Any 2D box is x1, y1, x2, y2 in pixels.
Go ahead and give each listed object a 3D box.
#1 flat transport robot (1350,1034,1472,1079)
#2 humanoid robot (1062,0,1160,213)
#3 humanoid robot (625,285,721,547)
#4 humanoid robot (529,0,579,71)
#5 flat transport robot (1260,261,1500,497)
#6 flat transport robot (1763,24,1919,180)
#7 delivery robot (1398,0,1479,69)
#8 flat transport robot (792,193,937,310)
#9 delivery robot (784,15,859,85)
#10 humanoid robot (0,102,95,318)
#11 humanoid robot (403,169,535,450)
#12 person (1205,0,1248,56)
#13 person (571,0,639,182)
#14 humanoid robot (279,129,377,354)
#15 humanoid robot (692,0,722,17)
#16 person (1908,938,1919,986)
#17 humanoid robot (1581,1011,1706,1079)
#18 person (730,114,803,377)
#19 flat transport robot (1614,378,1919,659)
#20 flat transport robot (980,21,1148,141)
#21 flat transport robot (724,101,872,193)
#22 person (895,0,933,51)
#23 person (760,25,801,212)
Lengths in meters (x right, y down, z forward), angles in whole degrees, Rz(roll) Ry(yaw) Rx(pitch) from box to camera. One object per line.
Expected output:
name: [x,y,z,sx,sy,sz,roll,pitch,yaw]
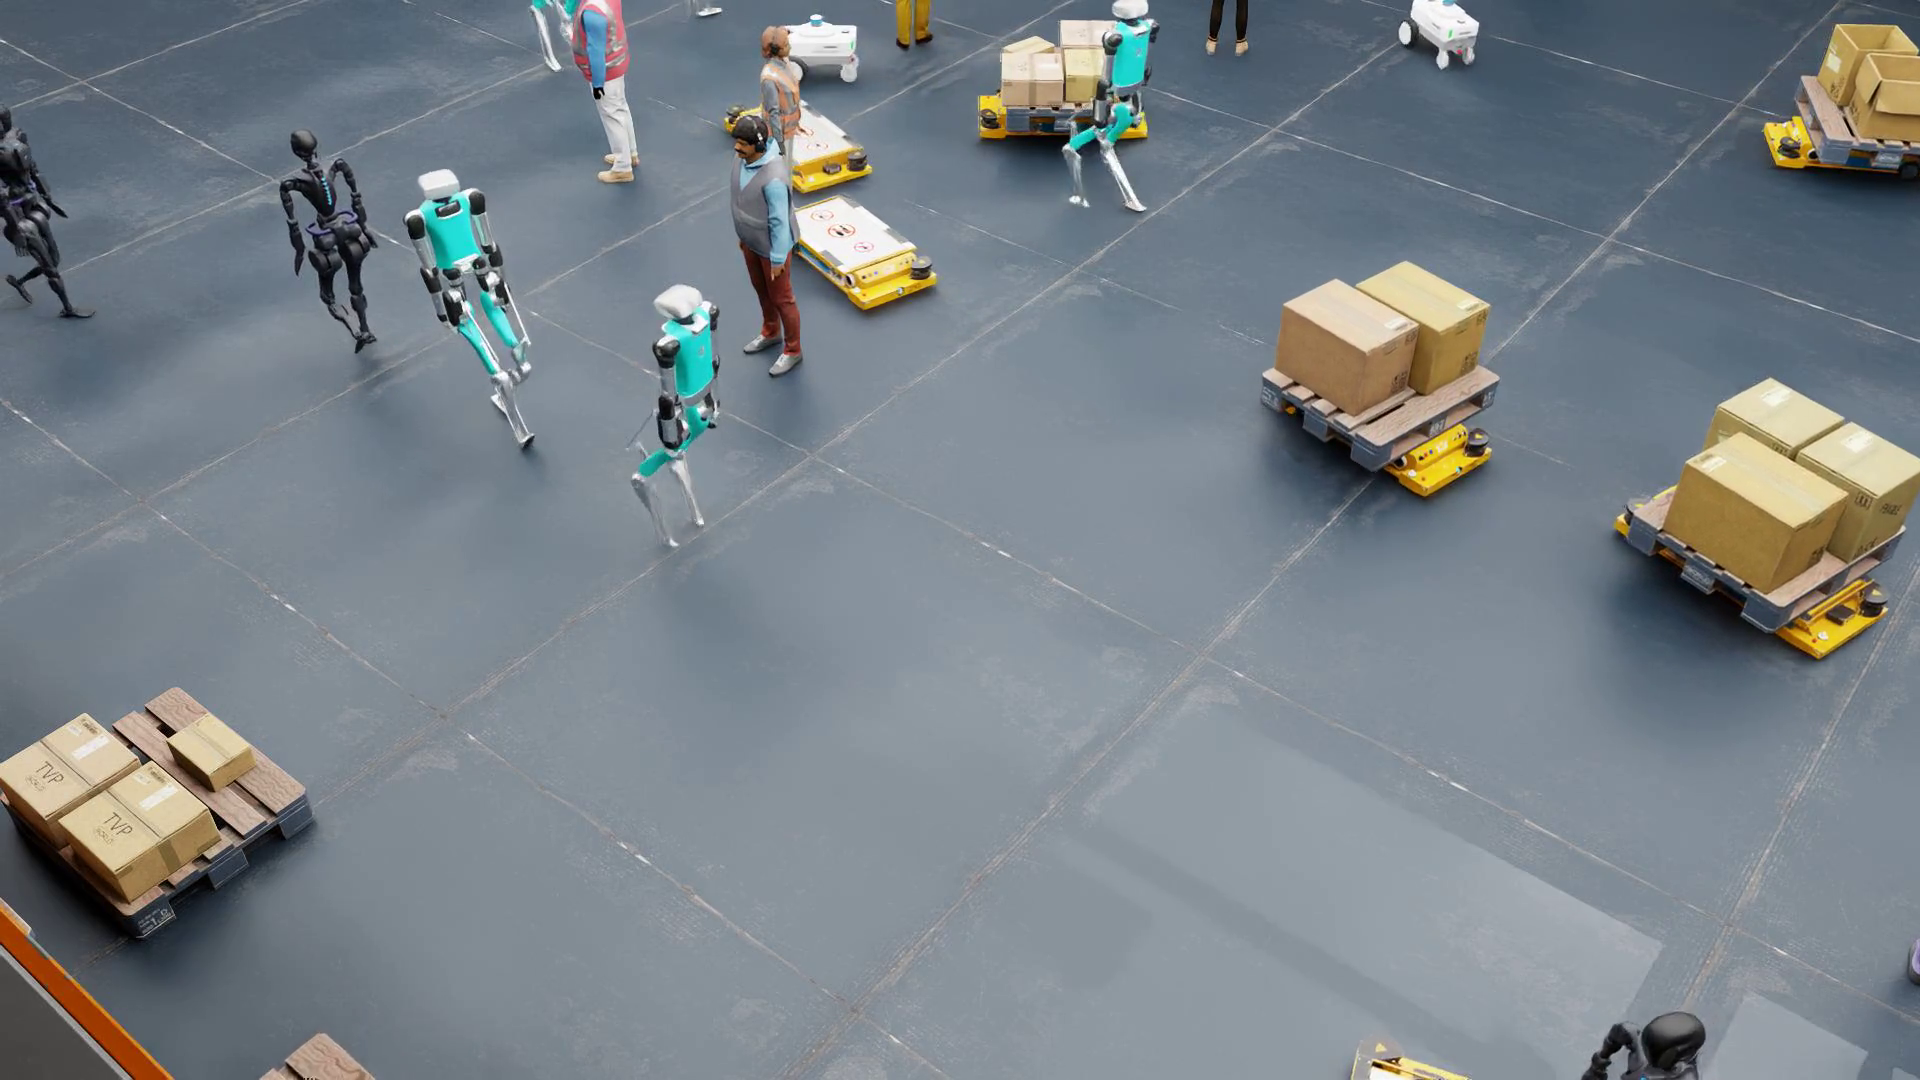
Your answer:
flat transport robot: [1.830,2.749,6.844,0.659,0.231,1.431,14,42,16]
humanoid robot: [1.138,-3.371,12.915,0.568,1.777,0.838,-29,48,-30]
humanoid robot: [-1.724,-0.735,9.844,0.663,1.811,0.532,18,44,20]
humanoid robot: [-3.626,-4.983,14.827,0.820,1.782,0.539,26,47,28]
flat transport robot: [2.751,-0.819,11.042,0.659,0.231,1.431,-27,47,-28]
flat transport robot: [7.571,-3.298,13.957,1.431,0.231,0.659,7,41,8]
delivery robot: [4.488,-4.776,15.471,0.499,0.589,0.784,-12,42,-14]
flat transport robot: [-0.849,-2.235,12.707,0.659,0.231,1.431,-25,46,-26]
delivery robot: [-1.306,-4.466,15.110,0.789,0.593,0.499,0,40,0]
humanoid robot: [-6.664,-2.310,11.716,0.633,1.635,0.584,0,40,0]
humanoid robot: [-2.998,-1.397,10.634,0.555,1.831,0.889,-29,48,-29]
person: [2.501,-5.255,15.155,0.540,1.696,0.315,7,41,8]
person: [-2.858,-3.769,13.311,0.431,1.836,0.628,0,40,0]
humanoid robot: [-4.258,-2.033,11.384,0.458,1.640,0.597,32,50,32]
humanoid robot: [-2.507,-5.764,15.820,0.718,1.900,0.539,-27,47,-28]
person: [4.636,1.387,7.232,0.571,1.840,0.376,30,49,31]
humanoid robot: [2.551,2.307,6.274,0.306,1.646,0.612,-15,43,-17]
person: [-1.298,-2.003,11.200,0.415,1.872,0.536,-26,47,-27]
flat transport robot: [4.716,0.123,9.933,0.659,0.231,1.431,-24,46,-26]
flat transport robot: [0.892,-3.718,14.452,1.431,0.231,0.659,0,40,0]
flat transport robot: [-1.382,-3.364,14.036,0.659,0.231,1.431,-22,45,-24]
person: [-0.426,-5.378,15.265,0.550,1.744,0.387,7,41,8]
person: [-1.359,-3.125,12.693,0.306,1.641,0.510,4,41,4]
